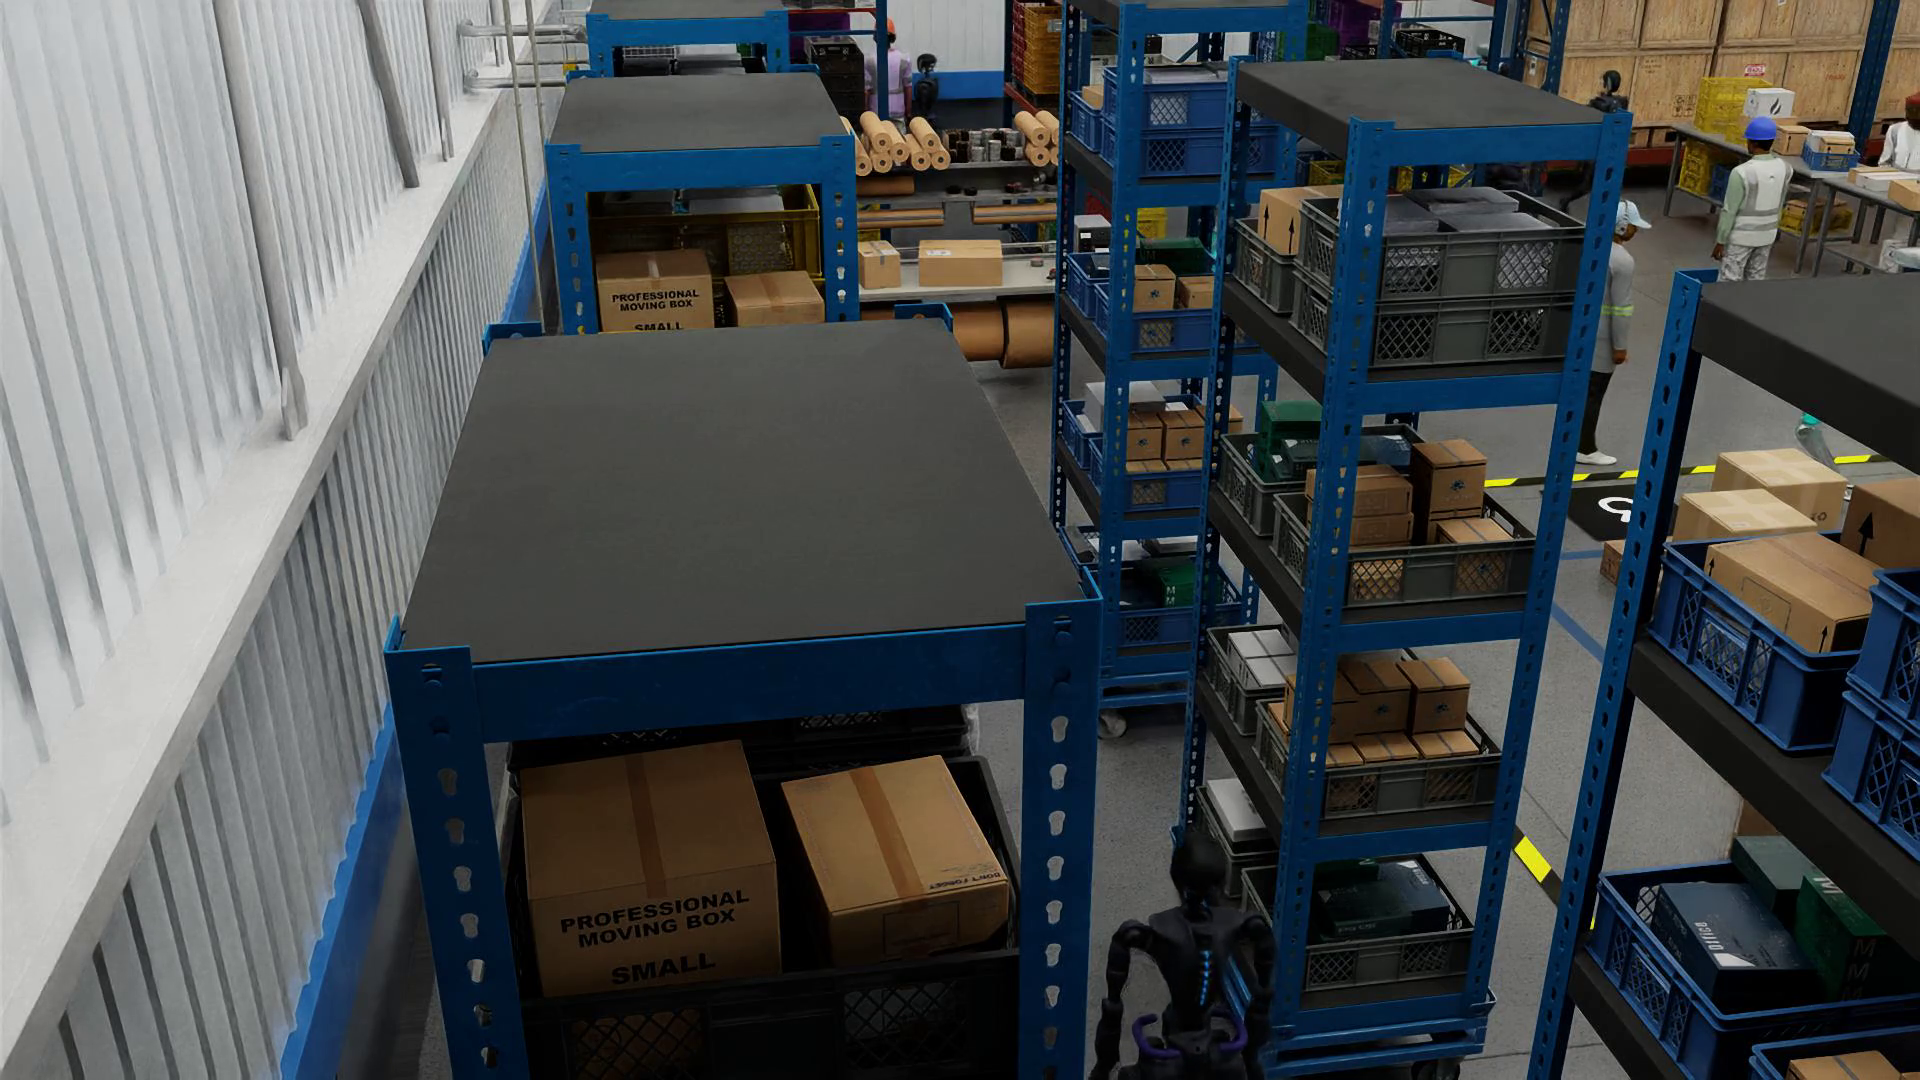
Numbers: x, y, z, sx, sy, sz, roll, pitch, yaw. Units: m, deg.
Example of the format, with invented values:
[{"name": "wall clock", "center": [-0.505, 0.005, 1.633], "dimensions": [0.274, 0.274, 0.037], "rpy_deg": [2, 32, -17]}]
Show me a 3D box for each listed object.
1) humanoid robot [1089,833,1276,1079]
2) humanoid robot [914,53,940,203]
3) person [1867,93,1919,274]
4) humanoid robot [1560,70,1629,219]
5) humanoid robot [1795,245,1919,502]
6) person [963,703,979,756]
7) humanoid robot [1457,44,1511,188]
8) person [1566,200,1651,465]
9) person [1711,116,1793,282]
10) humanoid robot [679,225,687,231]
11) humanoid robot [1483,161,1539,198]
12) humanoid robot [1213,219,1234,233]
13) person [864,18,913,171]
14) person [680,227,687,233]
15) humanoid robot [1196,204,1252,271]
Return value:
[{"name": "humanoid robot", "center": [0.693, 1.637, 5.131], "dimensions": [0.584, 1.640, 0.786], "rpy_deg": [-4, 25, -9]}, {"name": "humanoid robot", "center": [-0.352, -4.623, 18.674], "dimensions": [0.547, 1.636, 0.602], "rpy_deg": [2, 25, 4]}, {"name": "person", "center": [8.755, -3.209, 15.391], "dimensions": [0.999, 1.832, 0.595], "rpy_deg": [-14, 28, -28]}, {"name": "humanoid robot", "center": [6.795, -4.177, 17.714], "dimensions": [0.596, 1.641, 0.617], "rpy_deg": [-8, 26, -17]}, {"name": "humanoid robot", "center": [5.775, -1.103, 10.777], "dimensions": [0.735, 1.677, 0.533], "rpy_deg": [14, 28, 27]}, {"name": "person", "center": [-0.129, 0.451, 7.436], "dimensions": [0.430, 1.845, 0.618], "rpy_deg": [18, 30, 34]}, {"name": "humanoid robot", "center": [5.743, -4.589, 18.518], "dimensions": [0.532, 1.731, 1.004], "rpy_deg": [10, 26, 20]}, {"name": "person", "center": [4.456, -1.435, 11.529], "dimensions": [0.396, 1.847, 0.587], "rpy_deg": [-5, 25, -11]}, {"name": "person", "center": [6.505, -2.516, 13.774], "dimensions": [0.608, 1.939, 0.425], "rpy_deg": [-8, 26, -18]}, {"name": "humanoid robot", "center": [-2.226, -2.792, 14.700], "dimensions": [0.544, 1.828, 0.847], "rpy_deg": [-7, 26, -15]}, {"name": "humanoid robot", "center": [5.345, -3.525, 16.270], "dimensions": [0.611, 1.633, 0.393], "rpy_deg": [21, 32, 38]}, {"name": "humanoid robot", "center": [2.727, -4.041, 17.377], "dimensions": [0.544, 1.846, 0.662], "rpy_deg": [-4, 25, -8]}, {"name": "person", "center": [-0.826, -4.787, 18.585], "dimensions": [0.604, 2.043, 0.372], "rpy_deg": [-7, 26, -14]}, {"name": "person", "center": [-3.009, -4.001, 16.967], "dimensions": [0.604, 1.966, 0.368], "rpy_deg": [0, 25, -1]}, {"name": "humanoid robot", "center": [2.063, -2.452, 13.994], "dimensions": [0.741, 1.889, 0.535], "rpy_deg": [-18, 30, -34]}]
